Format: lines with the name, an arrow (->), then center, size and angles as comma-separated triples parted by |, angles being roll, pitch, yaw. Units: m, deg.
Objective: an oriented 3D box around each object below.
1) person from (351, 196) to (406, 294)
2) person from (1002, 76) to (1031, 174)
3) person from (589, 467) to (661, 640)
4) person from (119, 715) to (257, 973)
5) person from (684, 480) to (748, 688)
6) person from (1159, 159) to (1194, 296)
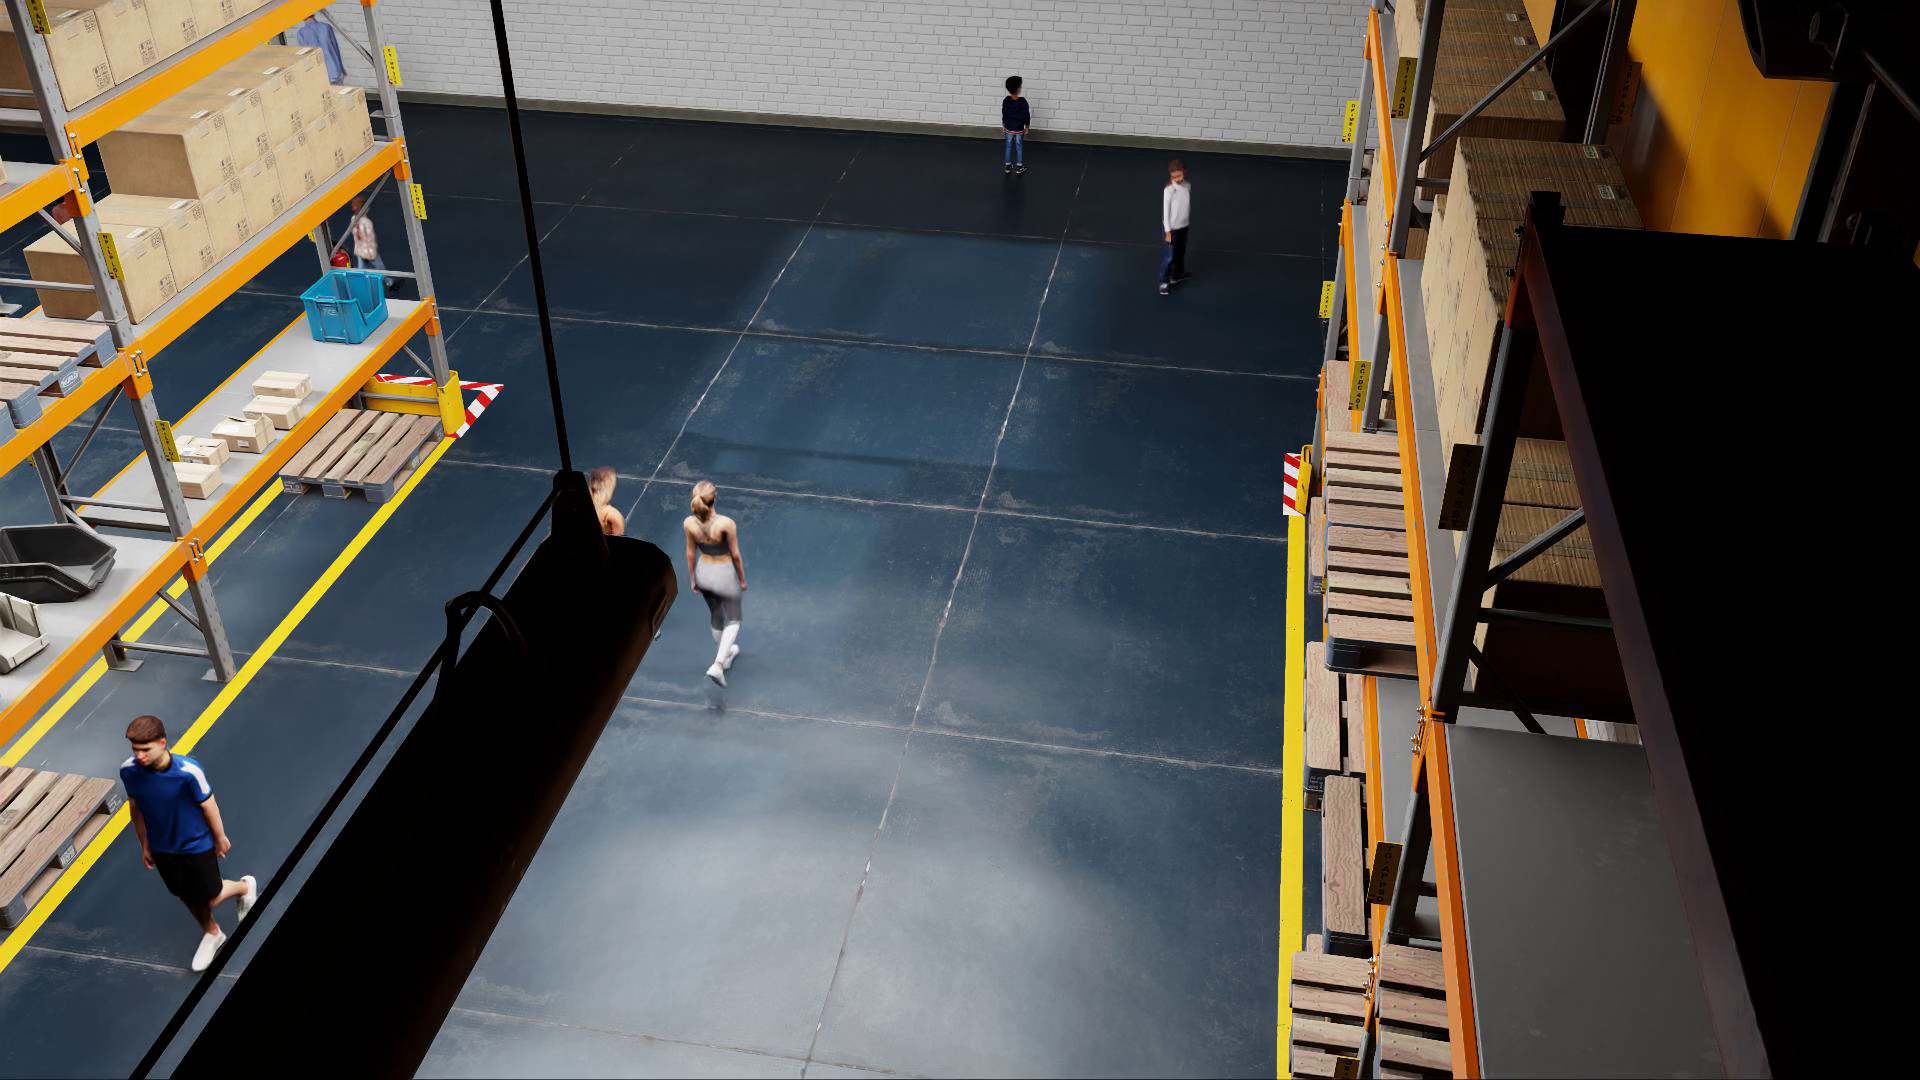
person -> -6.376, -3.075, 17.749 | 0.646, 1.168, 0.832 | 18, 37, 24
person -> 0.689, -5.237, 20.952 | 0.538, 1.224, 0.506 | 9, 35, 14
person -> -2.665, 0.231, 12.381 | 0.789, 1.605, 0.908 | 19, 38, 26
person -> -4.582, 1.723, 9.912 | 0.682, 1.853, 0.834 | 3, 34, 5
person -> -1.789, 0.345, 12.130 | 0.600, 1.693, 0.917 | 7, 34, 11
person -> 2.329, -3.408, 17.919 | 0.856, 1.535, 0.760 | 24, 41, 32
